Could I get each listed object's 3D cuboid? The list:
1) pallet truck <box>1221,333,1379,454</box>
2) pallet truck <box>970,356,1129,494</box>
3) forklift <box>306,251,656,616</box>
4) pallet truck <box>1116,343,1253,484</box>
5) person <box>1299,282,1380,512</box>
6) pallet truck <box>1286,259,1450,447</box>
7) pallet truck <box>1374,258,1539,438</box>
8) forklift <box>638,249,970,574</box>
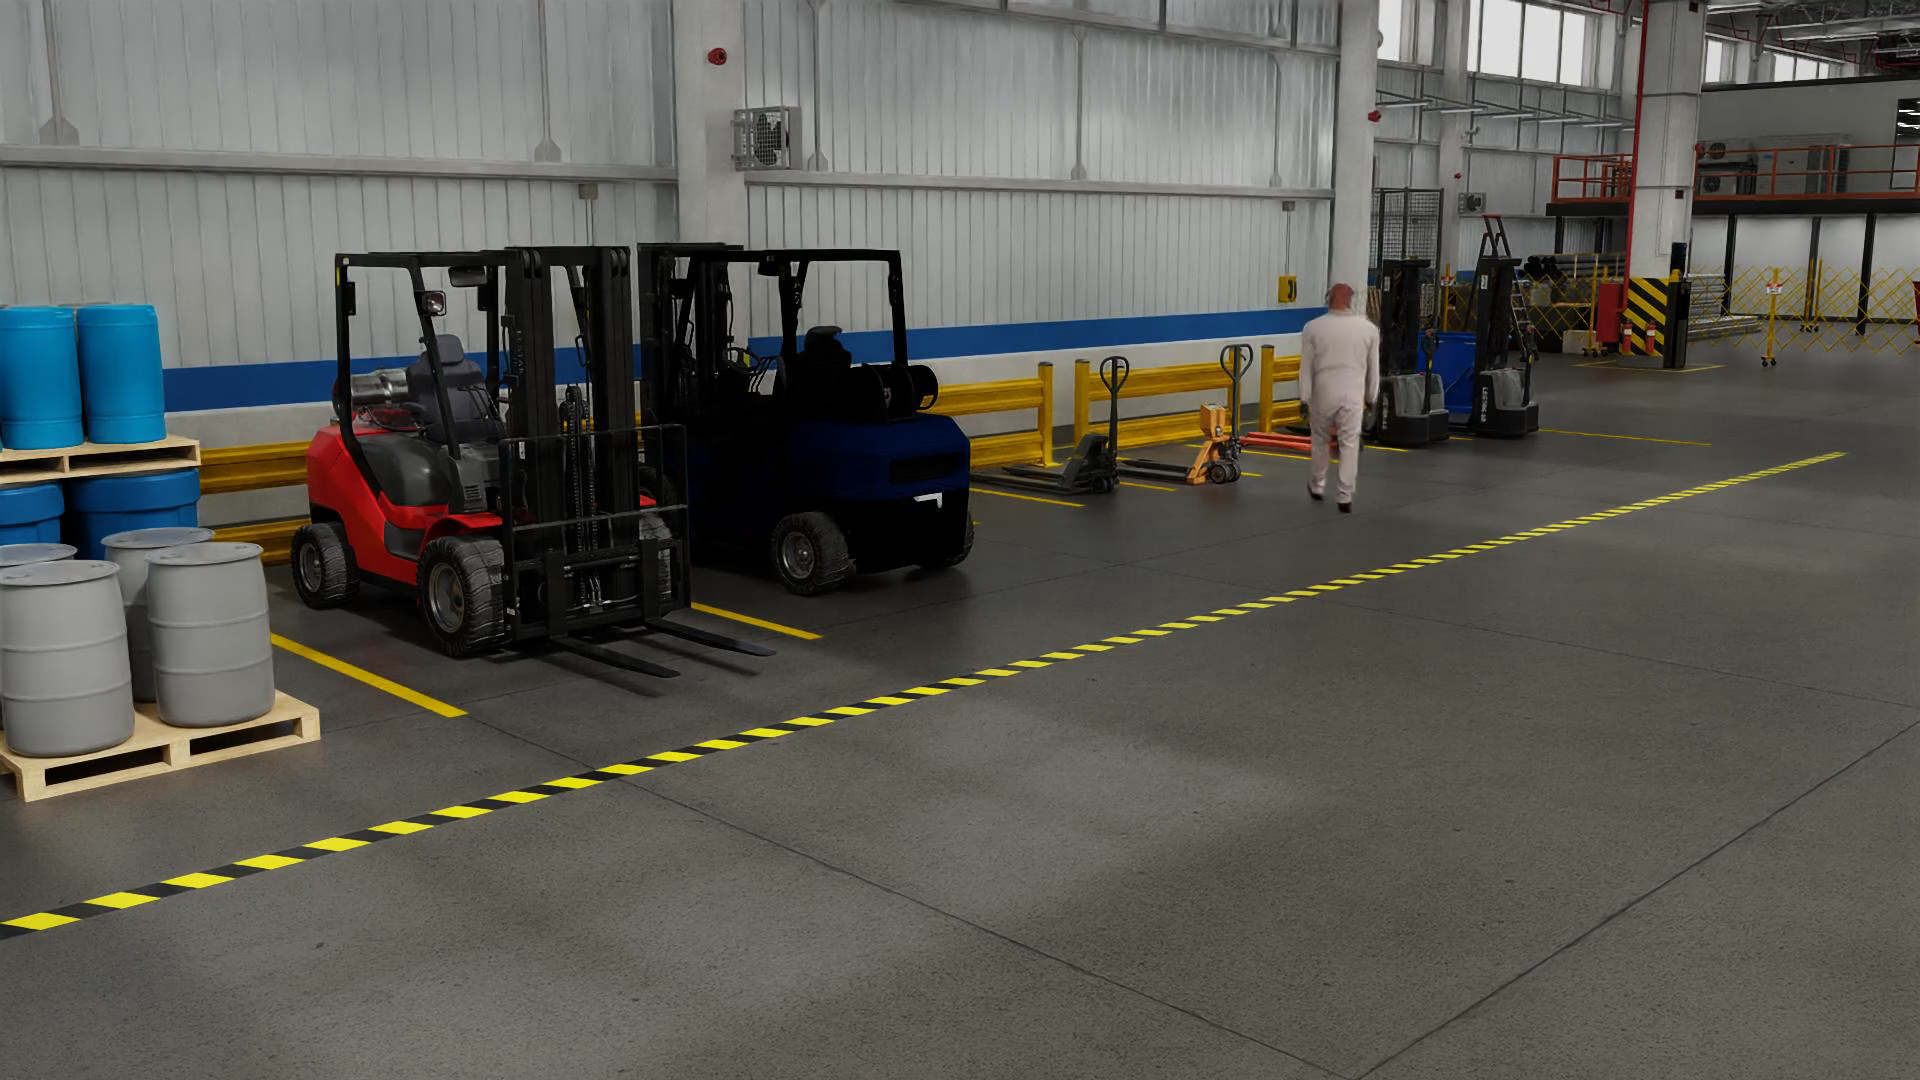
[{"bbox_3d":[3.563,-1.581,17.381,0.653,1.274,1.630,-10,14,-44],"label":"pallet truck"},{"bbox_3d":[0.784,-1.085,14.876,0.680,1.201,1.601,-10,14,-44],"label":"pallet truck"},{"bbox_3d":[-2.833,-0.669,9.694,1.157,1.987,2.680,-10,14,-44],"label":"forklift"},{"bbox_3d":[1.962,-1.215,15.415,1.522,1.261,0.704,10,14,43],"label":"pallet truck"},{"bbox_3d":[3.128,-1.191,13.766,0.667,1.850,1.007,1,10,6],"label":"person"},{"bbox_3d":[4.493,-2.078,18.196,0.823,1.965,1.885,-9,14,-40],"label":"pallet truck"},{"bbox_3d":[5.704,-2.208,18.901,1.885,1.965,0.823,10,14,43],"label":"pallet truck"},{"bbox_3d":[-1.173,-0.958,11.239,2.680,1.987,1.157,10,14,43],"label":"forklift"}]
